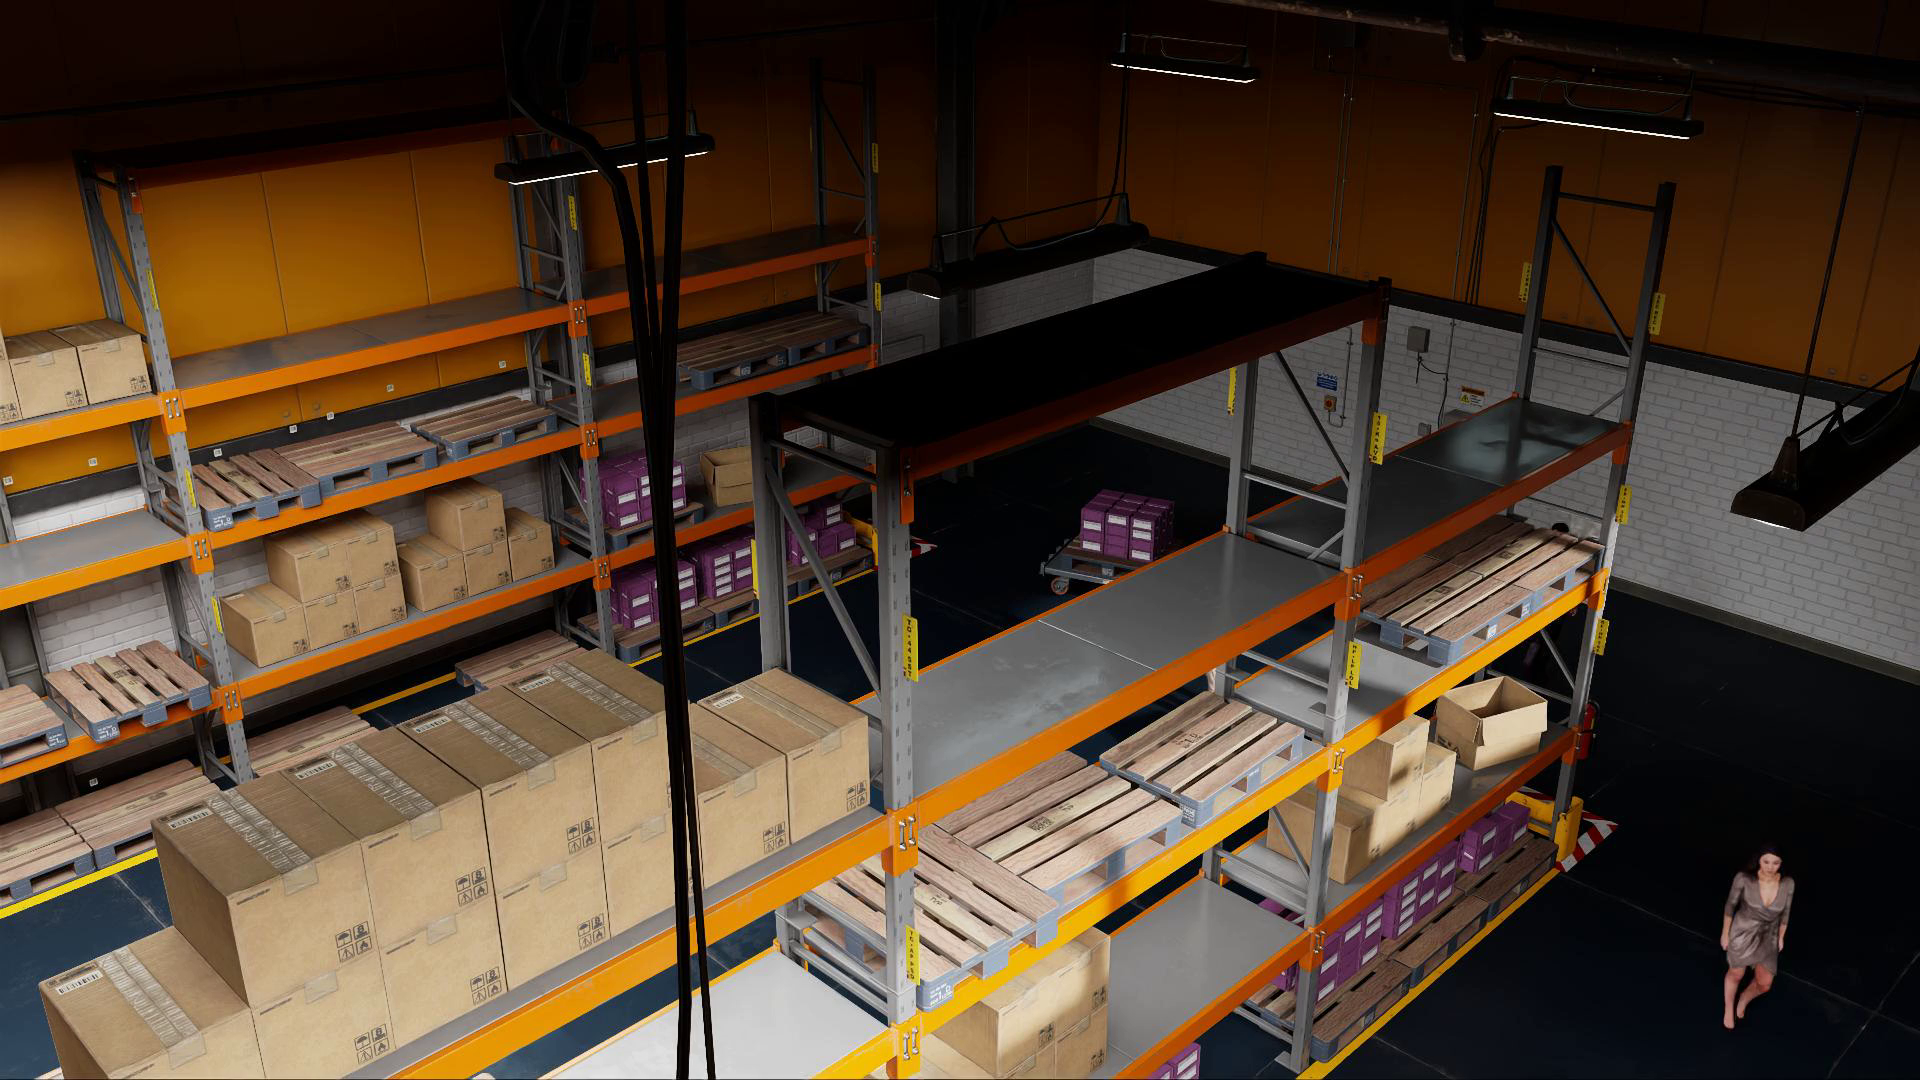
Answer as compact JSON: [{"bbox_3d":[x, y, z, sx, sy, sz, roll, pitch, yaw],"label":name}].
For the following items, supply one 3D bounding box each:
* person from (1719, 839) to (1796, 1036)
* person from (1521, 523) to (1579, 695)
[{"bbox_3d":[5.936,2.942,12.478,0.736,1.734,0.769,6,24,13],"label":"person"},{"bbox_3d":[6.192,0.639,17.549,0.947,1.891,1.002,-2,24,-4],"label":"person"}]
